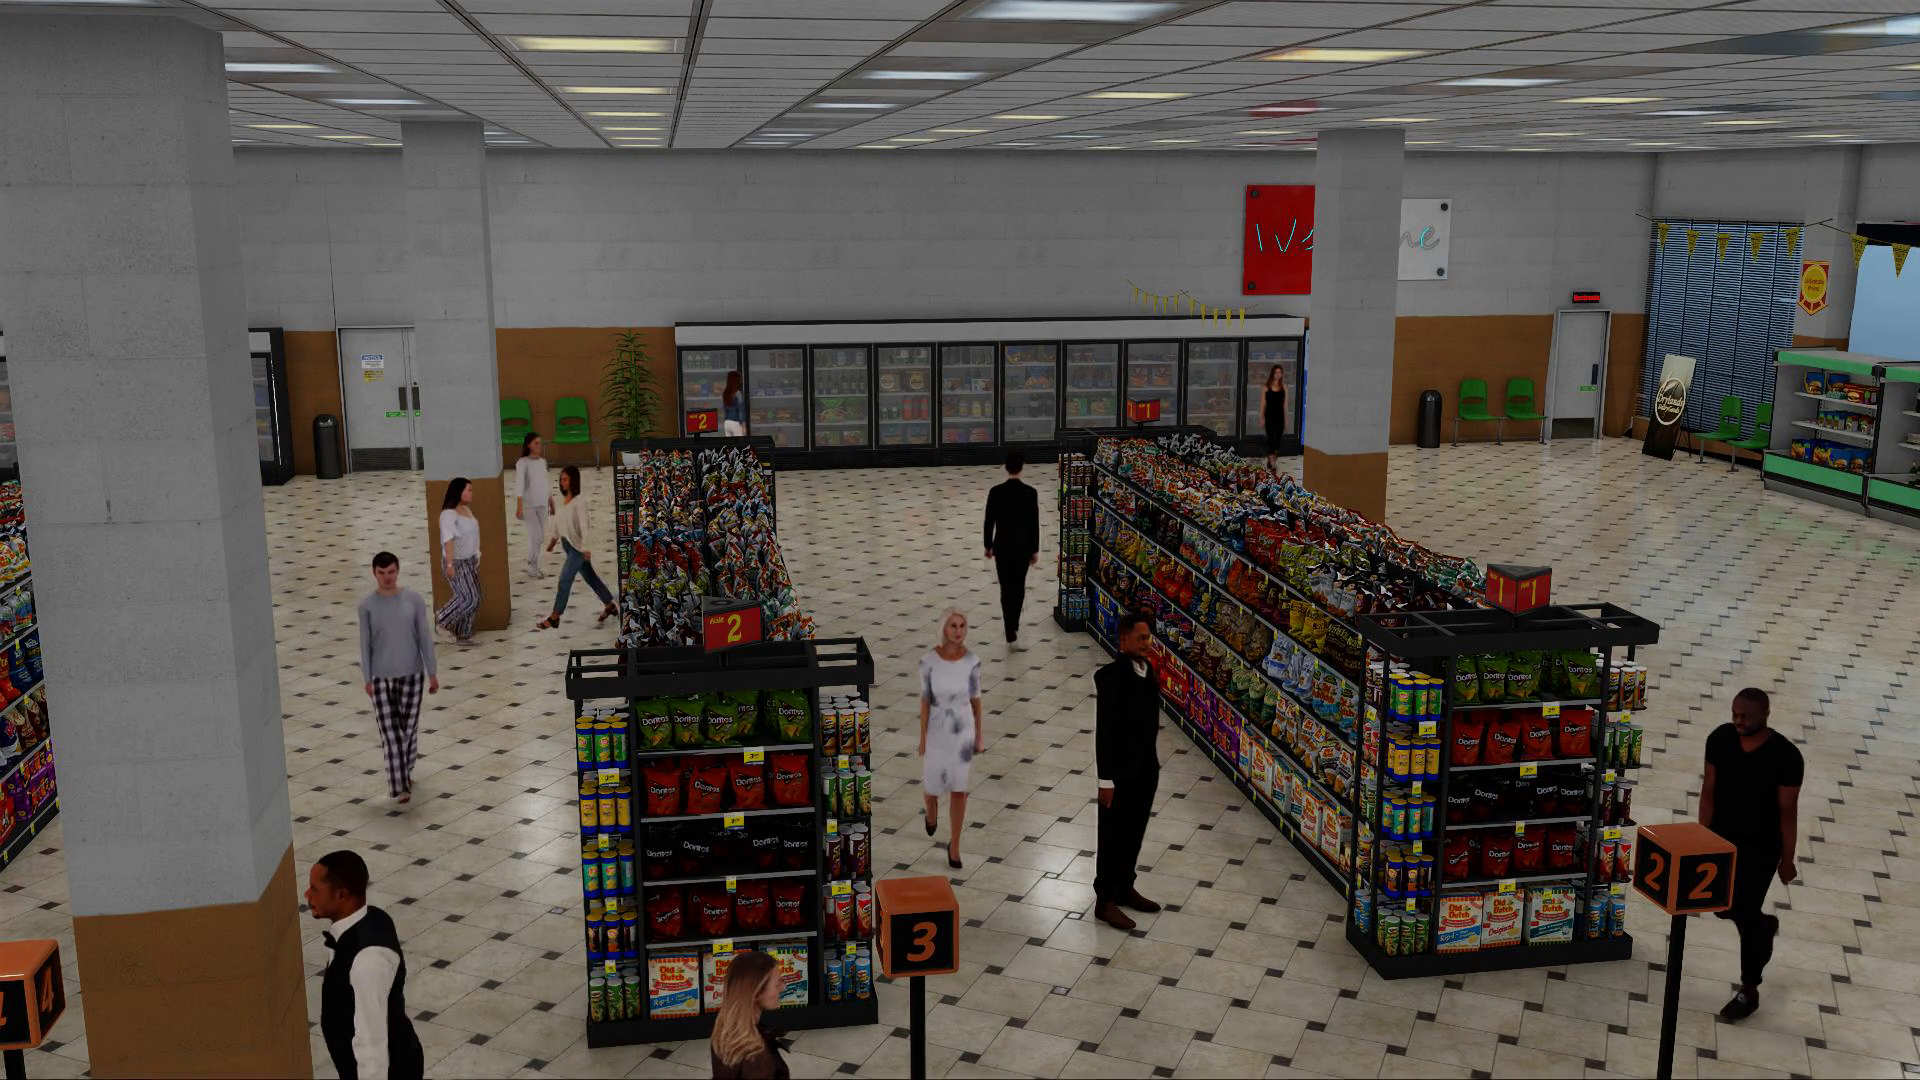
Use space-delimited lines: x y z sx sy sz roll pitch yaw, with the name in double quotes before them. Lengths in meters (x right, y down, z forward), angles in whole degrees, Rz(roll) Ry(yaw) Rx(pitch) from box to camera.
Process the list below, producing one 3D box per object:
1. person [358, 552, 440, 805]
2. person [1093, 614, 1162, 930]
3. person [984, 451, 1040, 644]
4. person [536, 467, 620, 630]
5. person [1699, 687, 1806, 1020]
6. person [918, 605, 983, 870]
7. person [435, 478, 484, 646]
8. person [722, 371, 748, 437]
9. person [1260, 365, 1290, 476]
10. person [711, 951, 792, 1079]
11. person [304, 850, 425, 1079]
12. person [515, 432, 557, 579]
"person" -4.110 0.979 12.136 0.859 1.804 1.206 -6 13 -26
"person" 1.009 1.367 10.052 0.847 1.904 0.798 9 15 36
"person" 0.508 0.104 16.160 0.837 1.858 1.248 0 12 1
"person" -3.780 0.088 16.776 0.941 1.635 1.115 -7 14 -29
"person" 4.284 1.646 9.009 0.991 1.786 1.036 -10 15 -39
"person" -0.095 1.267 10.932 0.589 1.737 0.777 -3 12 -12
"person" -4.899 0.224 16.062 0.846 1.664 0.755 1 12 5
"person" -3.426 -1.711 25.155 0.749 1.702 0.643 -11 16 -42
"person" 4.892 -1.859 25.903 0.716 1.684 1.221 0 12 0
"person" -0.779 2.306 6.078 0.726 1.702 0.556 -6 13 -28
"person" -2.191 2.129 6.549 0.932 1.856 0.946 -6 14 -28
"person" -4.921 -0.392 18.950 0.805 1.680 0.728 7 14 29
